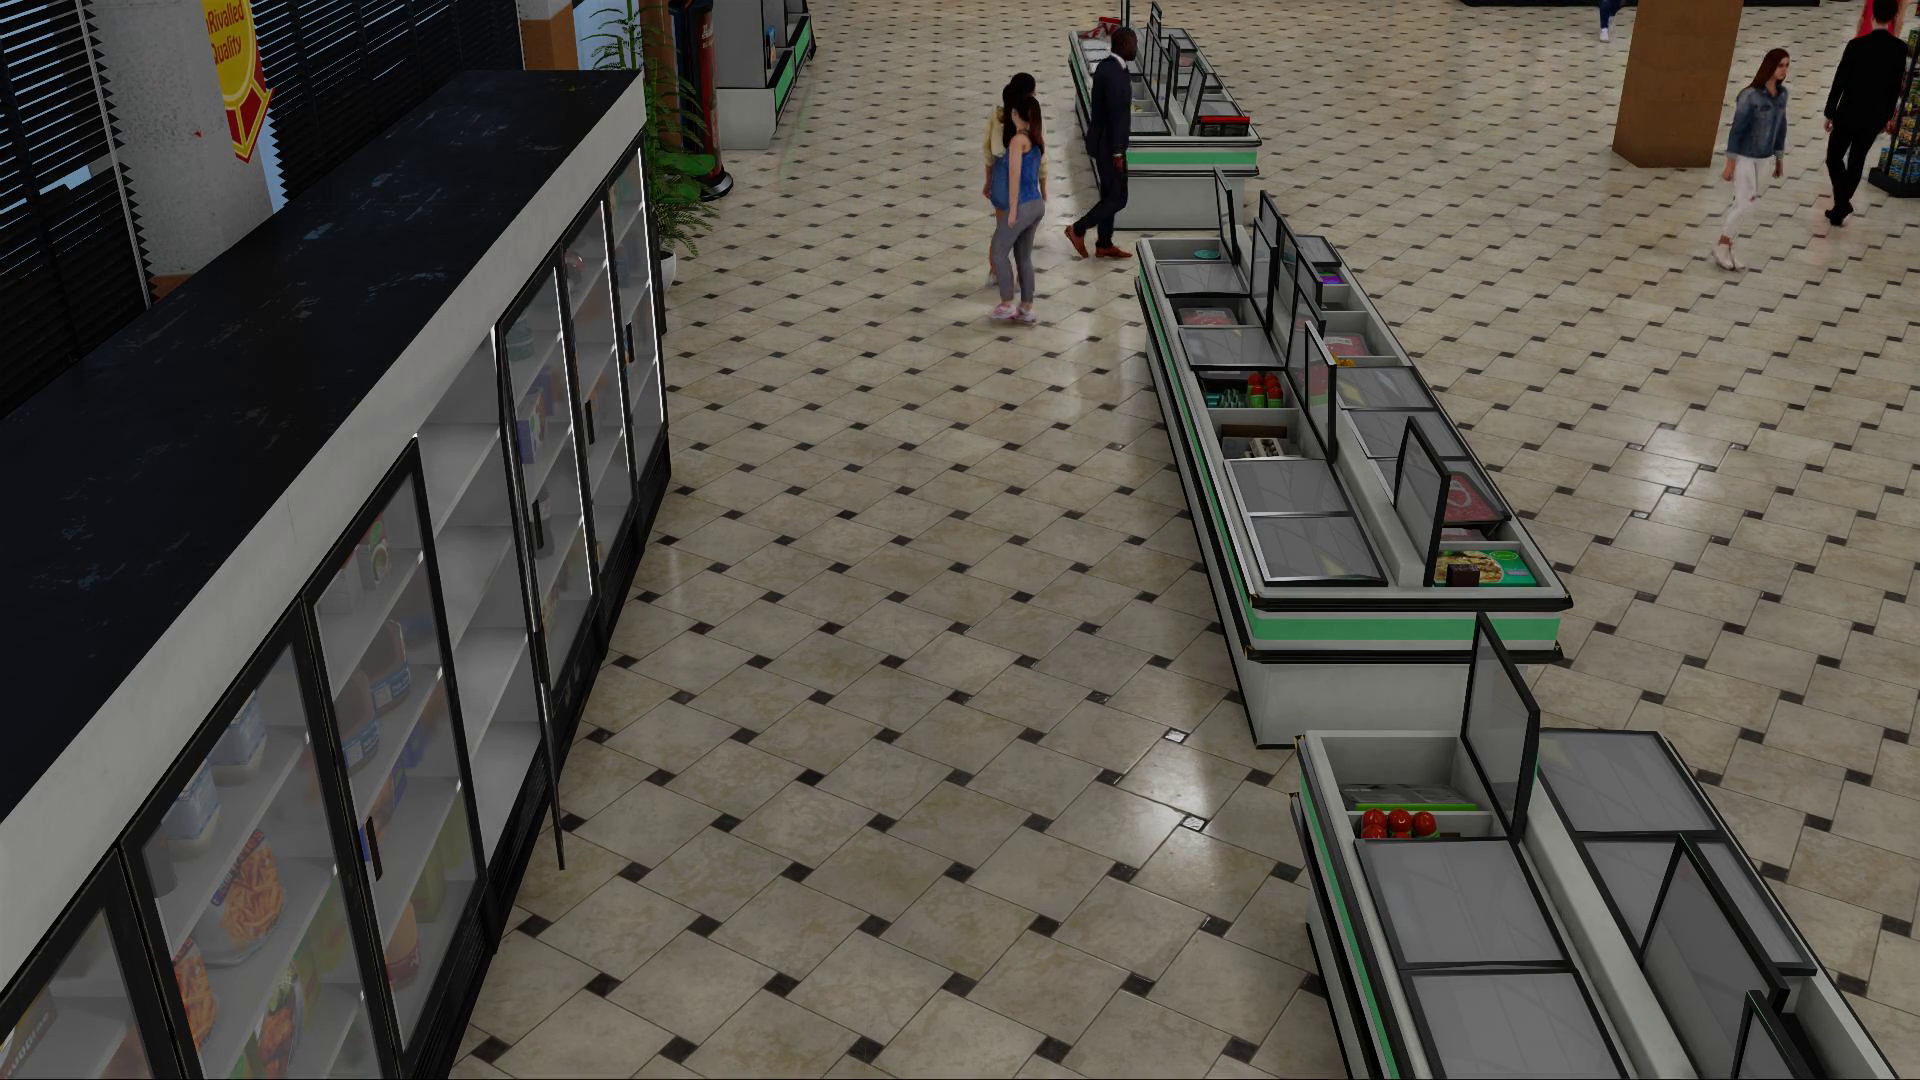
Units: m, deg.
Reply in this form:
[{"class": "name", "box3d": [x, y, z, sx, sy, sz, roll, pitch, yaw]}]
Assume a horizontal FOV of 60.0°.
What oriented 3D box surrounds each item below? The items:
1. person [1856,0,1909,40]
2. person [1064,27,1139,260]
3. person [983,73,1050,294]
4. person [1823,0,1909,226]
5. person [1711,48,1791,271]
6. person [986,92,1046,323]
[{"class": "person", "box3d": [9.334, -5.025, 16.945, 0.939, 1.682, 1.111, 16, 31, 29]}, {"class": "person", "box3d": [1.088, -3.030, 12.879, 0.781, 1.803, 0.718, 0, 27, 1]}, {"class": "person", "box3d": [0.403, -2.596, 12.217, 0.753, 1.626, 0.775, 9, 28, 18]}, {"class": "person", "box3d": [7.430, -3.486, 13.694, 0.789, 1.878, 0.960, 5, 27, 9]}, {"class": "person", "box3d": [6.018, -2.933, 12.808, 0.716, 1.694, 0.706, -11, 29, -21]}, {"class": "person", "box3d": [0.498, -2.304, 11.690, 0.781, 1.582, 0.680, 10, 29, 19]}]
